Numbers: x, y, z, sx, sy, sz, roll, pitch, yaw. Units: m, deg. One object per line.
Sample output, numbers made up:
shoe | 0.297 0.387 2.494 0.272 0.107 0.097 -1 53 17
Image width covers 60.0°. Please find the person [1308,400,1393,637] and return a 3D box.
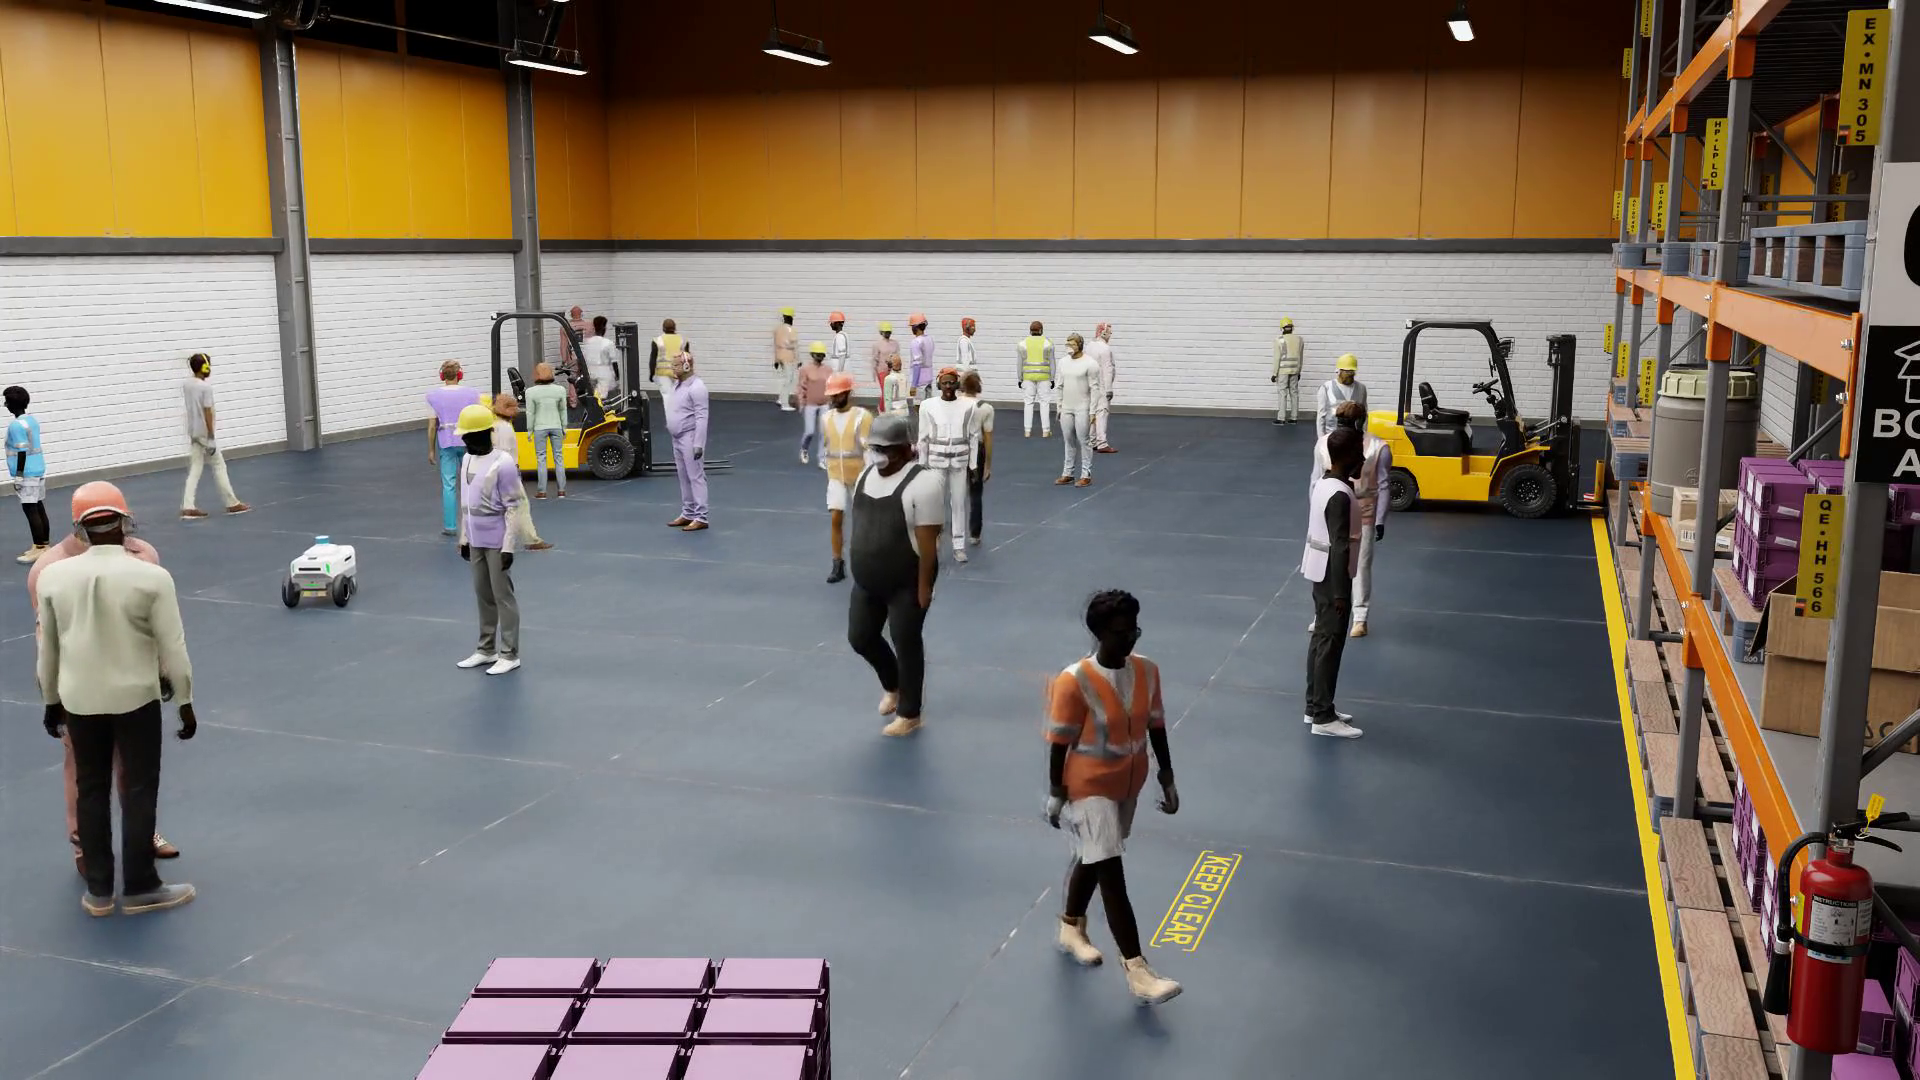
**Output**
person | 3.014 -0.167 12.931 0.624 1.840 0.430 6 12 30

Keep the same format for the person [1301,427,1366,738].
person | 2.318 0.254 10.334 0.377 1.917 0.599 1 10 4

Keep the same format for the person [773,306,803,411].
person | -3.149 -3.311 30.445 0.466 1.911 0.607 -9 13 -40

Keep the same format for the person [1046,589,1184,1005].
person | 0.657 1.020 6.745 0.556 1.646 0.855 -8 13 -37

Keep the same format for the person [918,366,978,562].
person | -0.111 -0.718 15.908 0.578 1.882 0.346 -1 10 -8

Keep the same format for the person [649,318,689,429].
person | -4.831 -2.753 27.532 0.639 1.824 0.606 -5 11 -25

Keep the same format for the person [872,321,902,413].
person | -1.289 -2.892 28.546 0.520 1.740 0.759 -6 12 -32

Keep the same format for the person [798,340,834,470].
person | -1.957 -1.831 22.542 0.543 1.752 0.466 -5 11 -28

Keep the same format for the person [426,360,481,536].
person | -5.253 -0.951 17.346 0.564 1.837 0.388 -4 11 -24

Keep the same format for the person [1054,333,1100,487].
person | 1.468 -1.633 20.905 0.633 1.938 0.356 9 14 42

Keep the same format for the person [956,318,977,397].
person | 0.110 -2.580 26.393 0.356 1.885 0.572 -1 10 -3

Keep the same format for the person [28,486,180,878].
person | -4.096 0.667 8.043 0.399 1.909 0.642 6 12 30

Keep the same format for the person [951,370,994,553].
person | 0.071 -0.780 16.493 0.535 1.810 0.940 1 10 4

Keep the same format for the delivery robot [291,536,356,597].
delivery robot | -5.413 0.211 14.149 0.477 0.478 0.707 0 10 -3

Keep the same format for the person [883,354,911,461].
person | -0.828 -1.598 21.585 0.324 1.632 0.521 5 11 25

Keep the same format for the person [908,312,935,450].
person | -0.600 -2.351 24.662 0.394 2.040 0.610 4 11 22

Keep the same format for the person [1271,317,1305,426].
person | 5.495 -2.832 27.984 0.586 1.822 0.404 -5 11 -24

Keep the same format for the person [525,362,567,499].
person | -4.943 -1.305 19.912 0.500 1.636 0.286 -6 12 -30

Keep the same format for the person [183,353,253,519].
person | -8.402 -1.165 18.572 0.553 1.830 0.808 6 12 31

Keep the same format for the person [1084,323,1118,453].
person | 2.080 -2.229 24.374 0.405 1.902 0.636 -4 11 -22

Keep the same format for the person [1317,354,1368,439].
person | 4.300 -1.180 18.685 0.594 1.823 0.403 -1 10 -6

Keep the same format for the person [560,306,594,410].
person | -7.043 -3.361 30.721 0.636 1.911 0.406 -2 10 -11

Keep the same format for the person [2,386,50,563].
person | -8.952 -0.633 15.941 0.317 1.699 0.540 -3 10 -15

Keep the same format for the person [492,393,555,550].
person | -4.501 -0.654 16.376 0.863 1.592 0.513 -6 12 -29

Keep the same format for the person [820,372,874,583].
person | -0.991 -0.603 15.219 0.555 1.901 0.882 3 11 18

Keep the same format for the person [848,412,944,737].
person | -0.432 0.201 10.289 0.693 2.000 0.536 7 12 36

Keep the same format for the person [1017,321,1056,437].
person | 1.211 -2.542 26.314 0.622 1.838 0.429 2 10 9

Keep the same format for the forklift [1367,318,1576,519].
forklift | 5.787 -1.437 19.079 2.313 2.155 1.214 3 11 19

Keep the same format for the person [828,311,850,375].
person | -2.017 -2.833 27.669 0.373 1.935 0.552 0 10 0

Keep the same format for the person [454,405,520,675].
person | -3.354 -0.004 11.786 0.584 1.919 0.382 8 13 39

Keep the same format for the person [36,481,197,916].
person | -3.838 0.718 7.596 0.684 1.971 0.448 -1 10 -5

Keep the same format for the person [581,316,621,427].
person | -5.660 -2.582 26.310 0.622 1.910 1.028 4 11 24

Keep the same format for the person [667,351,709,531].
person | -2.921 -1.053 17.728 0.400 1.907 0.645 -6 12 -32

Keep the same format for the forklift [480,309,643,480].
forklift | -5.354 -1.902 21.697 2.313 2.155 1.214 -2 10 -13
